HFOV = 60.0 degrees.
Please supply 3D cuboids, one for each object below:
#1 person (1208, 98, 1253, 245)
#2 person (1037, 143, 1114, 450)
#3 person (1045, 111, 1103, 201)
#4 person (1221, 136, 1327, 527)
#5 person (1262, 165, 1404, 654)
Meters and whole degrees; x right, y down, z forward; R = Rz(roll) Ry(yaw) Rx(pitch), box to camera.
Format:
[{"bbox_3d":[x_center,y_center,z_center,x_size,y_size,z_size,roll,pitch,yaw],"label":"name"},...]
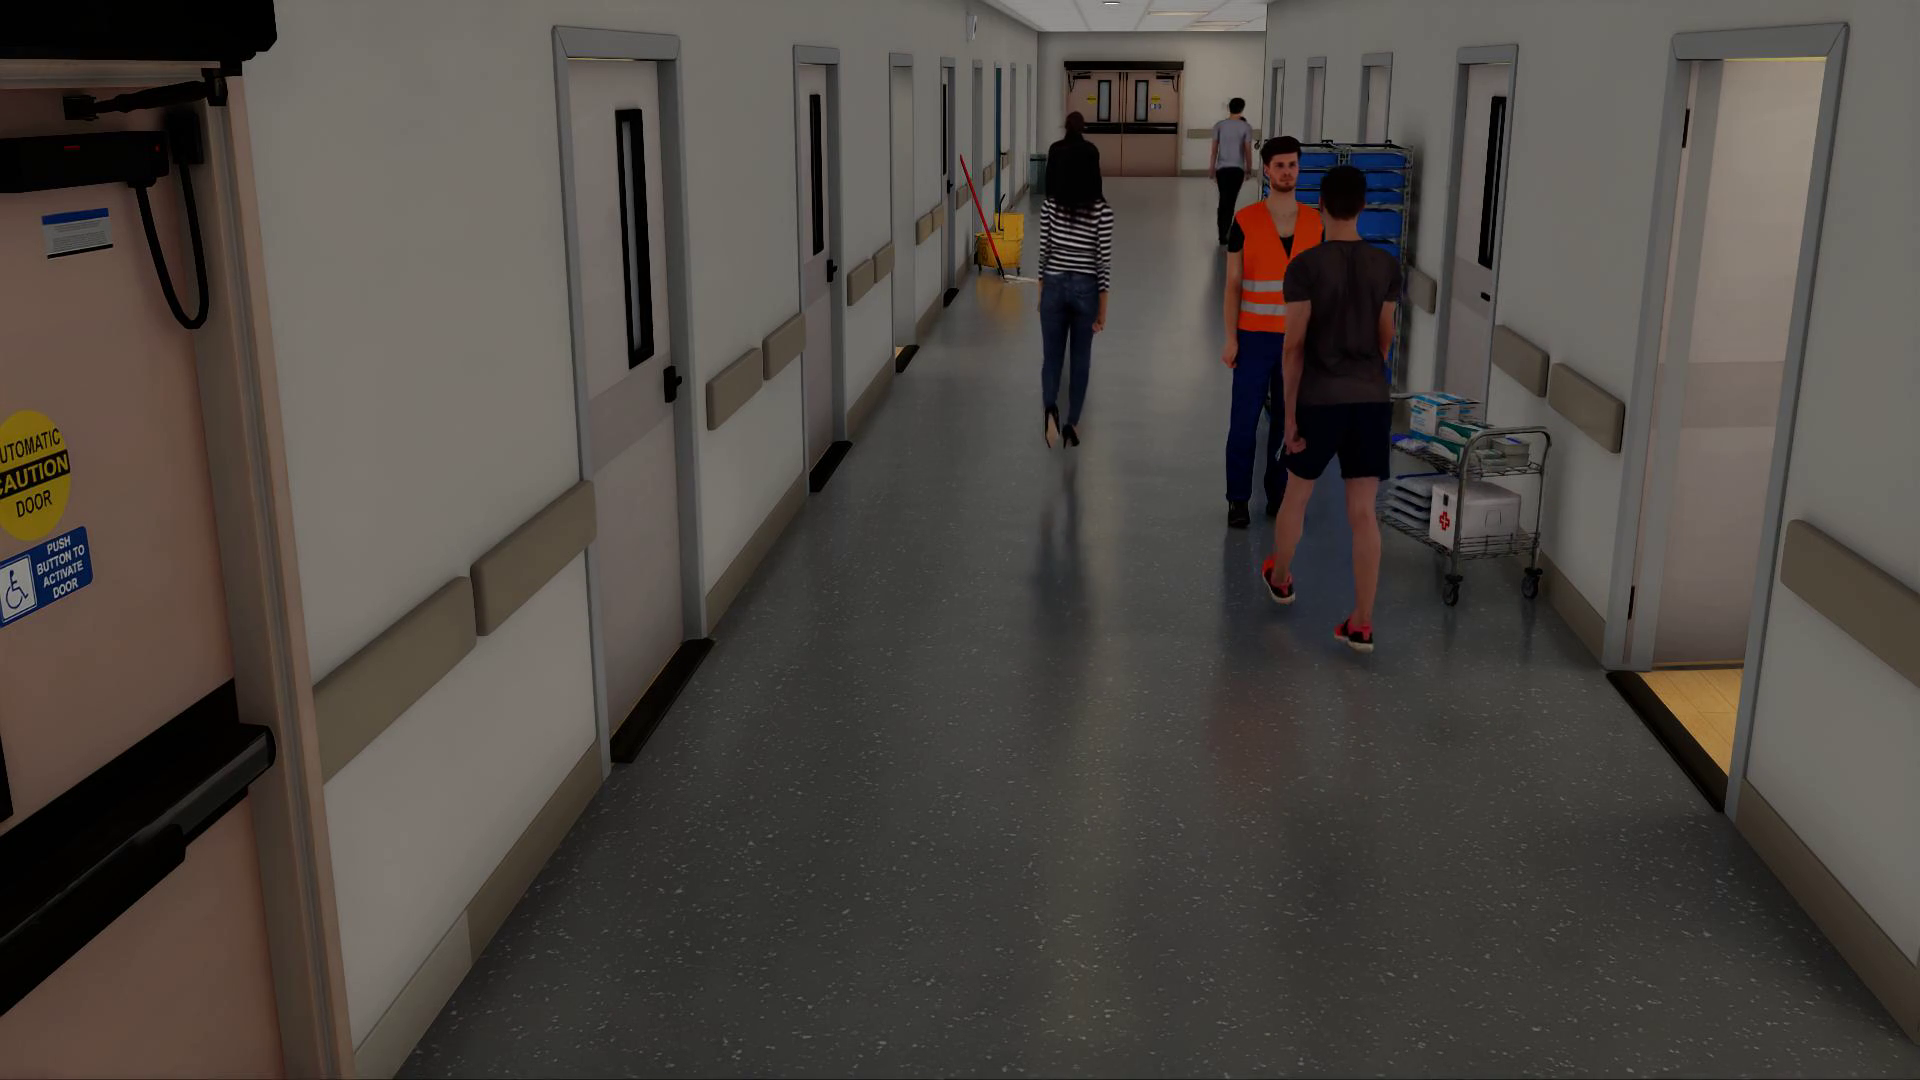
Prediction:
[{"bbox_3d":[3.457,-4.725,21.407,0.811,1.838,0.859,6,17,22],"label":"person"},{"bbox_3d":[0.605,-1.299,9.369,0.721,1.759,1.104,4,16,13],"label":"person"},{"bbox_3d":[1.065,-3.211,15.977,0.697,1.871,0.706,1,16,4],"label":"person"},{"bbox_3d":[1.531,-1.020,8.172,0.724,1.888,0.700,-2,16,-8],"label":"person"},{"bbox_3d":[1.482,-0.454,6.327,0.815,1.800,1.242,-2,16,-6],"label":"person"}]
